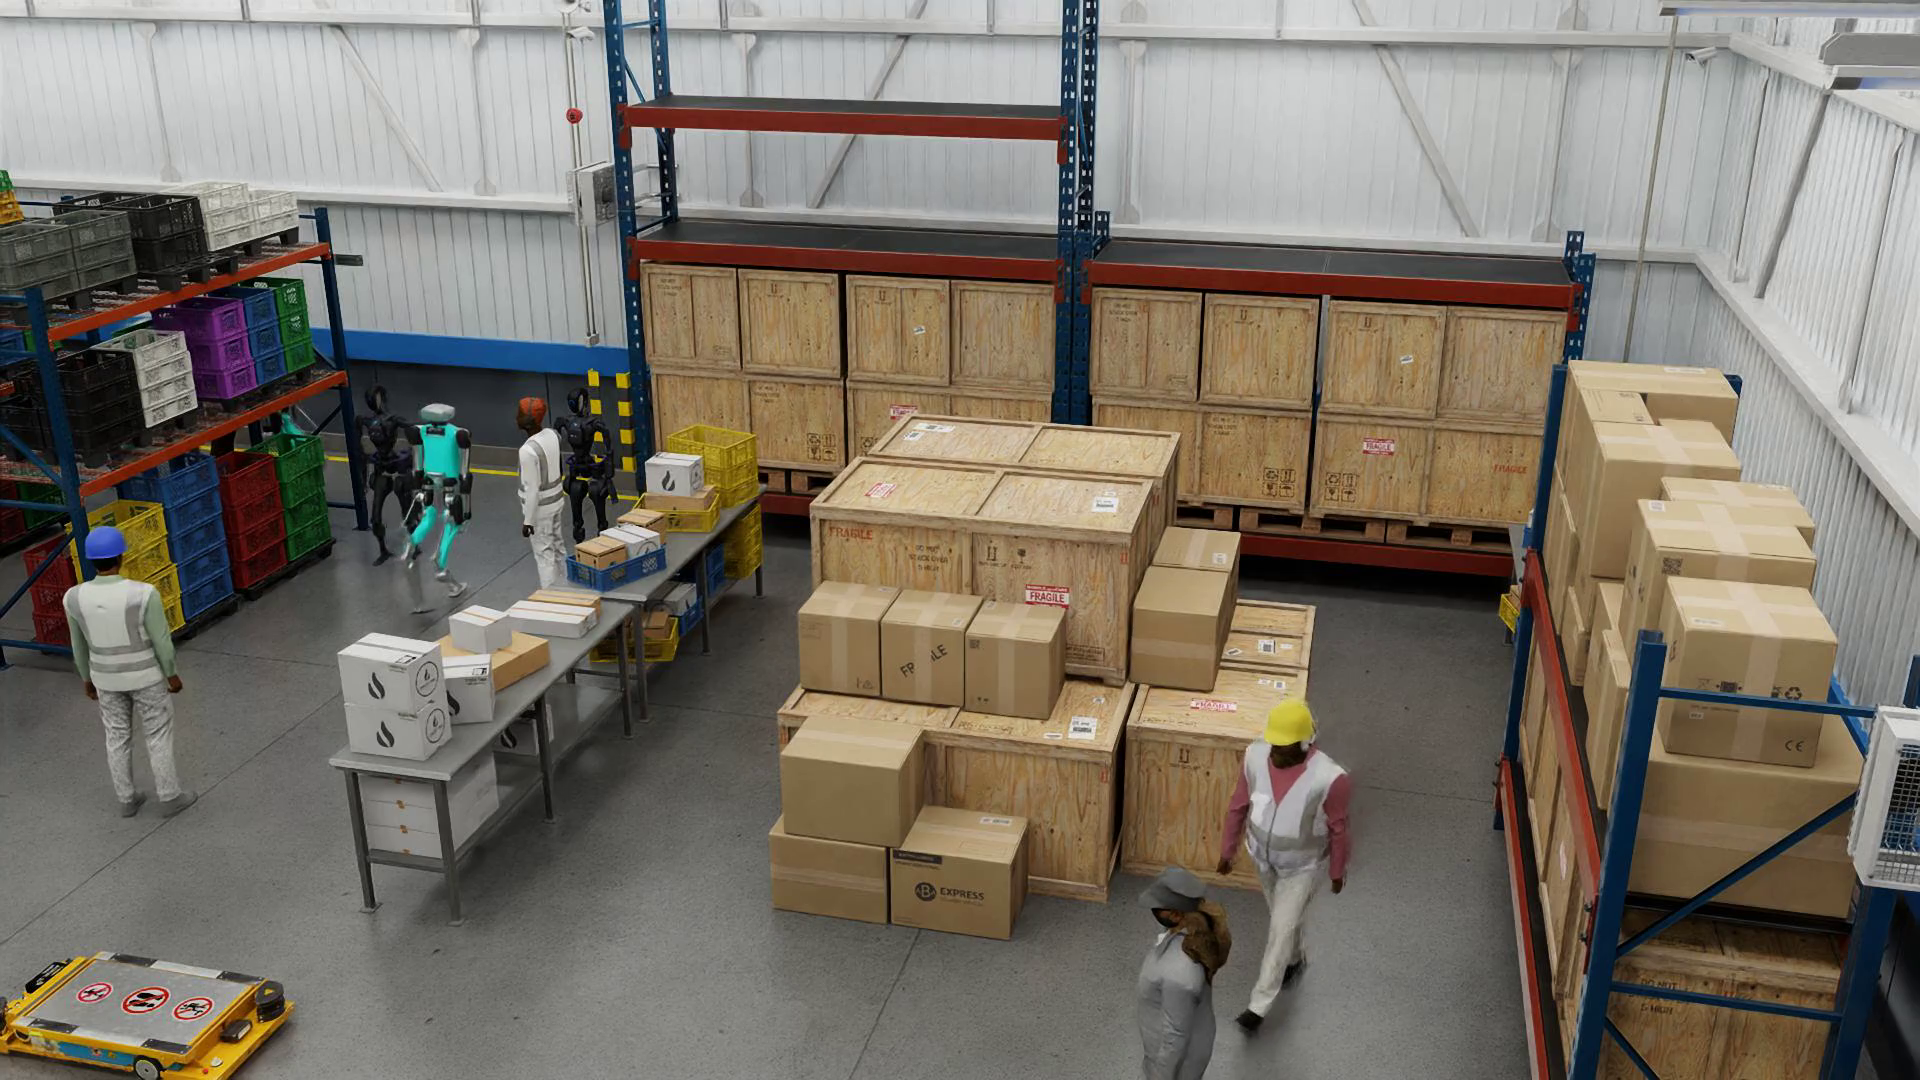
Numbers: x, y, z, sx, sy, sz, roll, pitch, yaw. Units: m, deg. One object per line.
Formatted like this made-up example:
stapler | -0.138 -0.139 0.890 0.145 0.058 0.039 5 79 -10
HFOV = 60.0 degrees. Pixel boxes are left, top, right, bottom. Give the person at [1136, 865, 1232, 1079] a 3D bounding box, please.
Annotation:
person | 0.949 2.190 7.215 0.399 1.767 0.562 5 22 14

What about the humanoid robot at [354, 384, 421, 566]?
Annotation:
humanoid robot | -4.989 -0.565 14.565 0.590 1.642 0.571 3 21 7

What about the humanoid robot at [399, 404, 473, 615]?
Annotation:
humanoid robot | -4.299 -0.162 13.490 0.550 1.757 1.044 4 21 10

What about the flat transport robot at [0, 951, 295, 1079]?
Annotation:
flat transport robot | -4.270 2.464 8.601 1.431 0.231 0.659 5 22 13

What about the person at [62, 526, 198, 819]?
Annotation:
person | -5.249 0.845 10.504 0.612 1.939 0.411 0 21 0

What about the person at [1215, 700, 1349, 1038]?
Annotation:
person | 1.616 1.656 8.578 0.622 1.780 0.921 17 27 37

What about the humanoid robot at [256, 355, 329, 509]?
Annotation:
humanoid robot | -6.374 -1.145 15.962 0.733 1.776 0.537 0 21 1

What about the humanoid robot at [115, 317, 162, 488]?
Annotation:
humanoid robot | -8.237 -1.293 16.471 0.895 1.822 0.536 -2 21 -5

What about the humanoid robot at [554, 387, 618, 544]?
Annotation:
humanoid robot | -3.243 -0.530 14.438 0.599 1.657 0.315 5 22 13

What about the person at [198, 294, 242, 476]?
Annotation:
person | -7.193 -1.396 16.231 0.389 2.033 0.605 0 21 1

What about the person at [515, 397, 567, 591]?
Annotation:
person | -3.380 -0.246 13.427 0.353 1.884 0.579 3 21 8

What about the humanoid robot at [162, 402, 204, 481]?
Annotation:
humanoid robot | -7.891 -1.374 16.670 0.332 1.657 0.587 18 27 39
